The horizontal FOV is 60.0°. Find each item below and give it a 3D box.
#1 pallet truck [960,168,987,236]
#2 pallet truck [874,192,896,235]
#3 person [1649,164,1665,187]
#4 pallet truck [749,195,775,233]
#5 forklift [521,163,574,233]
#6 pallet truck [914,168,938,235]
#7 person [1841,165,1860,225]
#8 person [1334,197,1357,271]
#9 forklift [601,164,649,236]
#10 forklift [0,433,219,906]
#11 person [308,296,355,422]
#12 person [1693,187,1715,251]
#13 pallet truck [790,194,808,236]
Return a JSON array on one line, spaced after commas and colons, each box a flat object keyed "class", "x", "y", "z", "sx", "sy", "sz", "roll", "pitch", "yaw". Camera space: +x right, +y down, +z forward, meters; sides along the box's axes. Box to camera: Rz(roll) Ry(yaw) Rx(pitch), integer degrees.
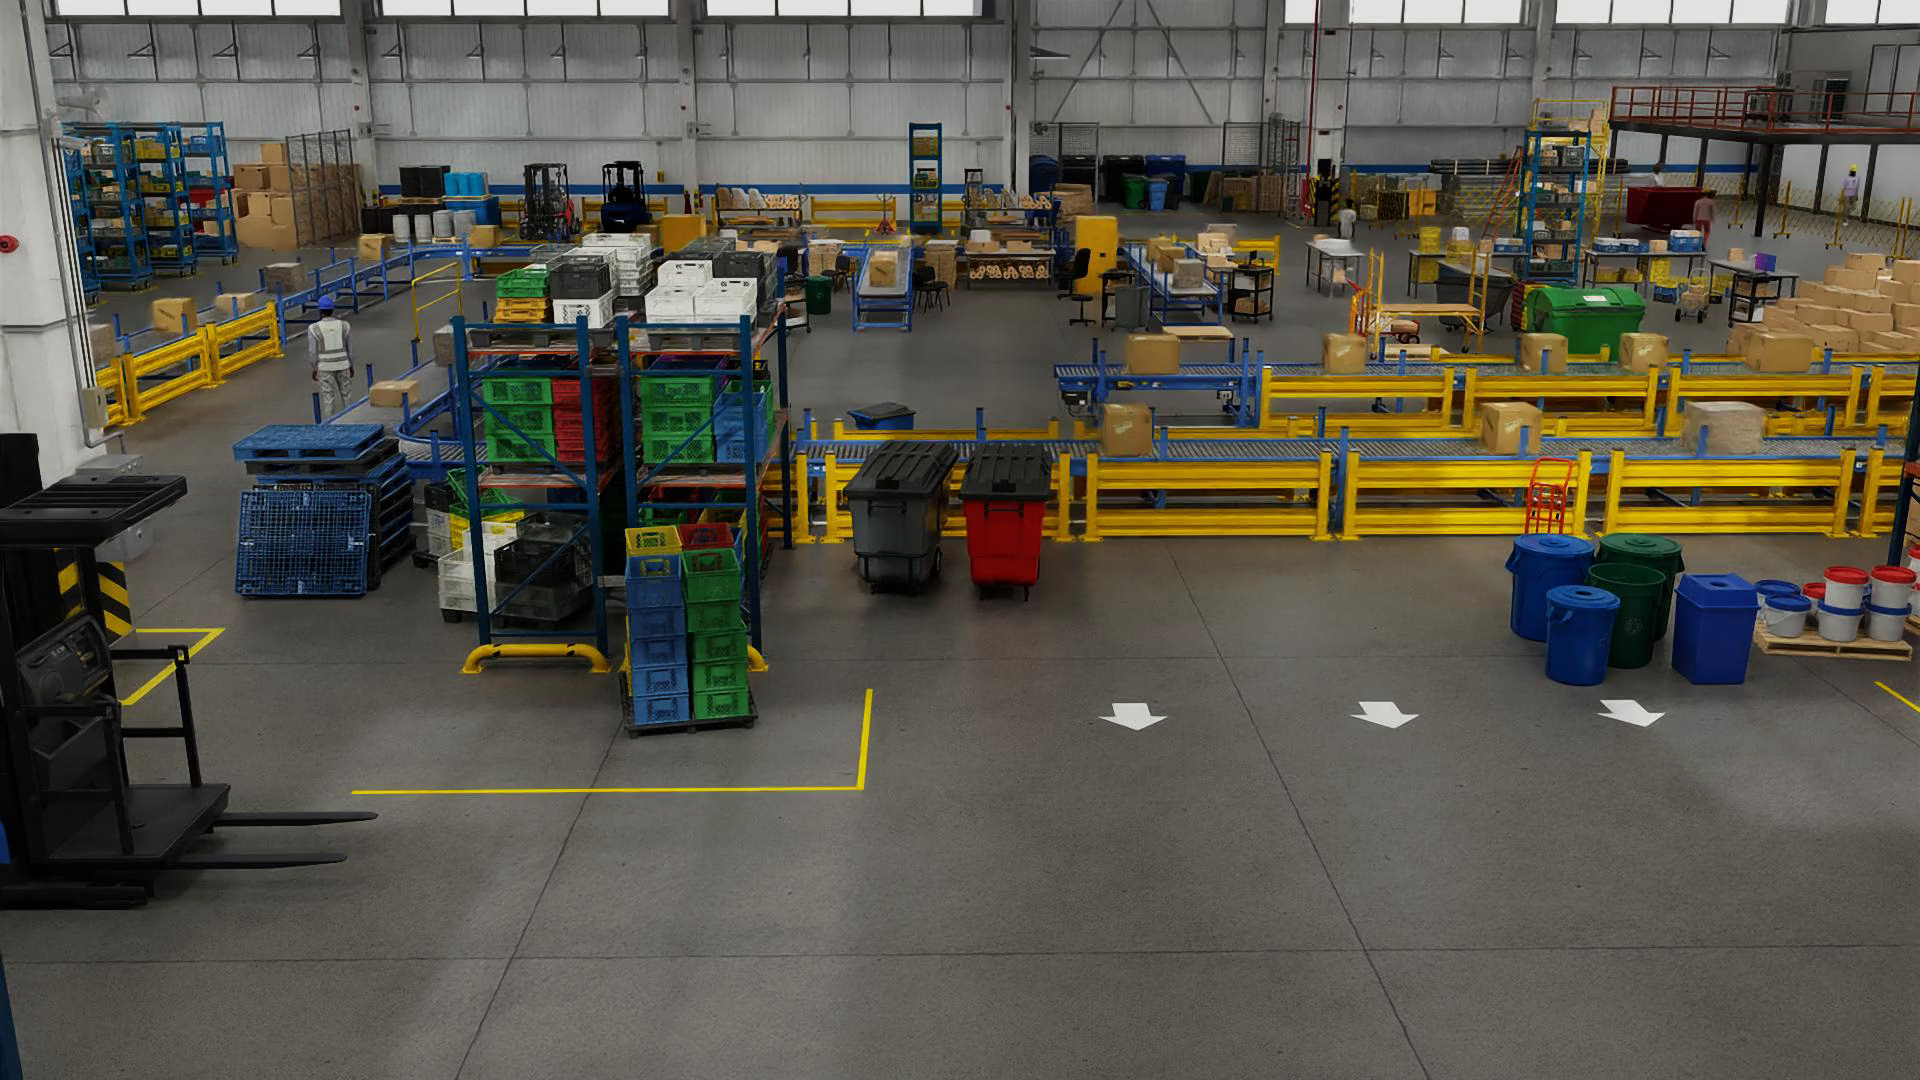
[{"class": "pallet truck", "x": 0.383, "y": -10.230, "z": 50.206, "sx": 0.823, "sy": 1.965, "sz": 1.885, "roll": -1, "pitch": 16, "yaw": -3}, {"class": "pallet truck", "x": -2.277, "y": -9.986, "z": 50.594, "sx": 0.653, "sy": 1.274, "sz": 1.630, "roll": 0, "pitch": 16, "yaw": -1}, {"class": "person", "x": 22.711, "y": -11.297, "z": 54.185, "sx": 0.750, "sy": 1.860, "sz": 0.372, "roll": -7, "pitch": 18, "yaw": -23}, {"class": "pallet truck", "x": -6.051, "y": -9.967, "z": 50.660, "sx": 0.680, "sy": 1.201, "sz": 1.601, "roll": 0, "pitch": 16, "yaw": -1}, {"class": "forklift", "x": -12.233, "y": -10.122, "z": 49.298, "sx": 1.157, "sy": 1.987, "sz": 2.680, "roll": 0, "pitch": 16, "yaw": -1}, {"class": "pallet truck", "x": -0.989, "y": -10.316, "z": 50.507, "sx": 0.823, "sy": 1.965, "sz": 1.885, "roll": 1, "pitch": 16, "yaw": 3}, {"class": "person", "x": 28.394, "y": -11.004, "z": 53.054, "sx": 0.605, "sy": 1.908, "sz": 0.425, "roll": -2, "pitch": 16, "yaw": -8}, {"class": "person", "x": 9.542, "y": -7.566, "z": 41.242, "sx": 0.524, "sy": 1.845, "sz": 0.805, "roll": 15, "pitch": 22, "yaw": 41}, {"class": "forklift", "x": -9.948, "y": -10.127, "z": 49.296, "sx": 1.157, "sy": 1.987, "sz": 2.680, "roll": -1, "pitch": 16, "yaw": -3}, {"class": "forklift", "x": -5.952, "y": 0.780, "z": 10.366, "sx": 1.873, "sy": 2.768, "sz": 1.129, "roll": 0, "pitch": 16, "yaw": -1}, {"class": "person", "x": -8.723, "y": -2.417, "z": 23.138, "sx": 0.608, "sy": 1.948, "sz": 0.389, "roll": -12, "pitch": 20, "yaw": -36}, {"class": "person", "x": 20.354, "y": -8.766, "z": 45.551, "sx": 0.557, "sy": 1.755, "sz": 0.460, "roll": 11, "pitch": 19, "yaw": 34}, {"class": "pallet truck", "x": -4.814, "y": -9.883, "z": 50.259, "sx": 0.704, "sy": 1.261, "sz": 1.522, "roll": -1, "pitch": 16, "yaw": -3}]
